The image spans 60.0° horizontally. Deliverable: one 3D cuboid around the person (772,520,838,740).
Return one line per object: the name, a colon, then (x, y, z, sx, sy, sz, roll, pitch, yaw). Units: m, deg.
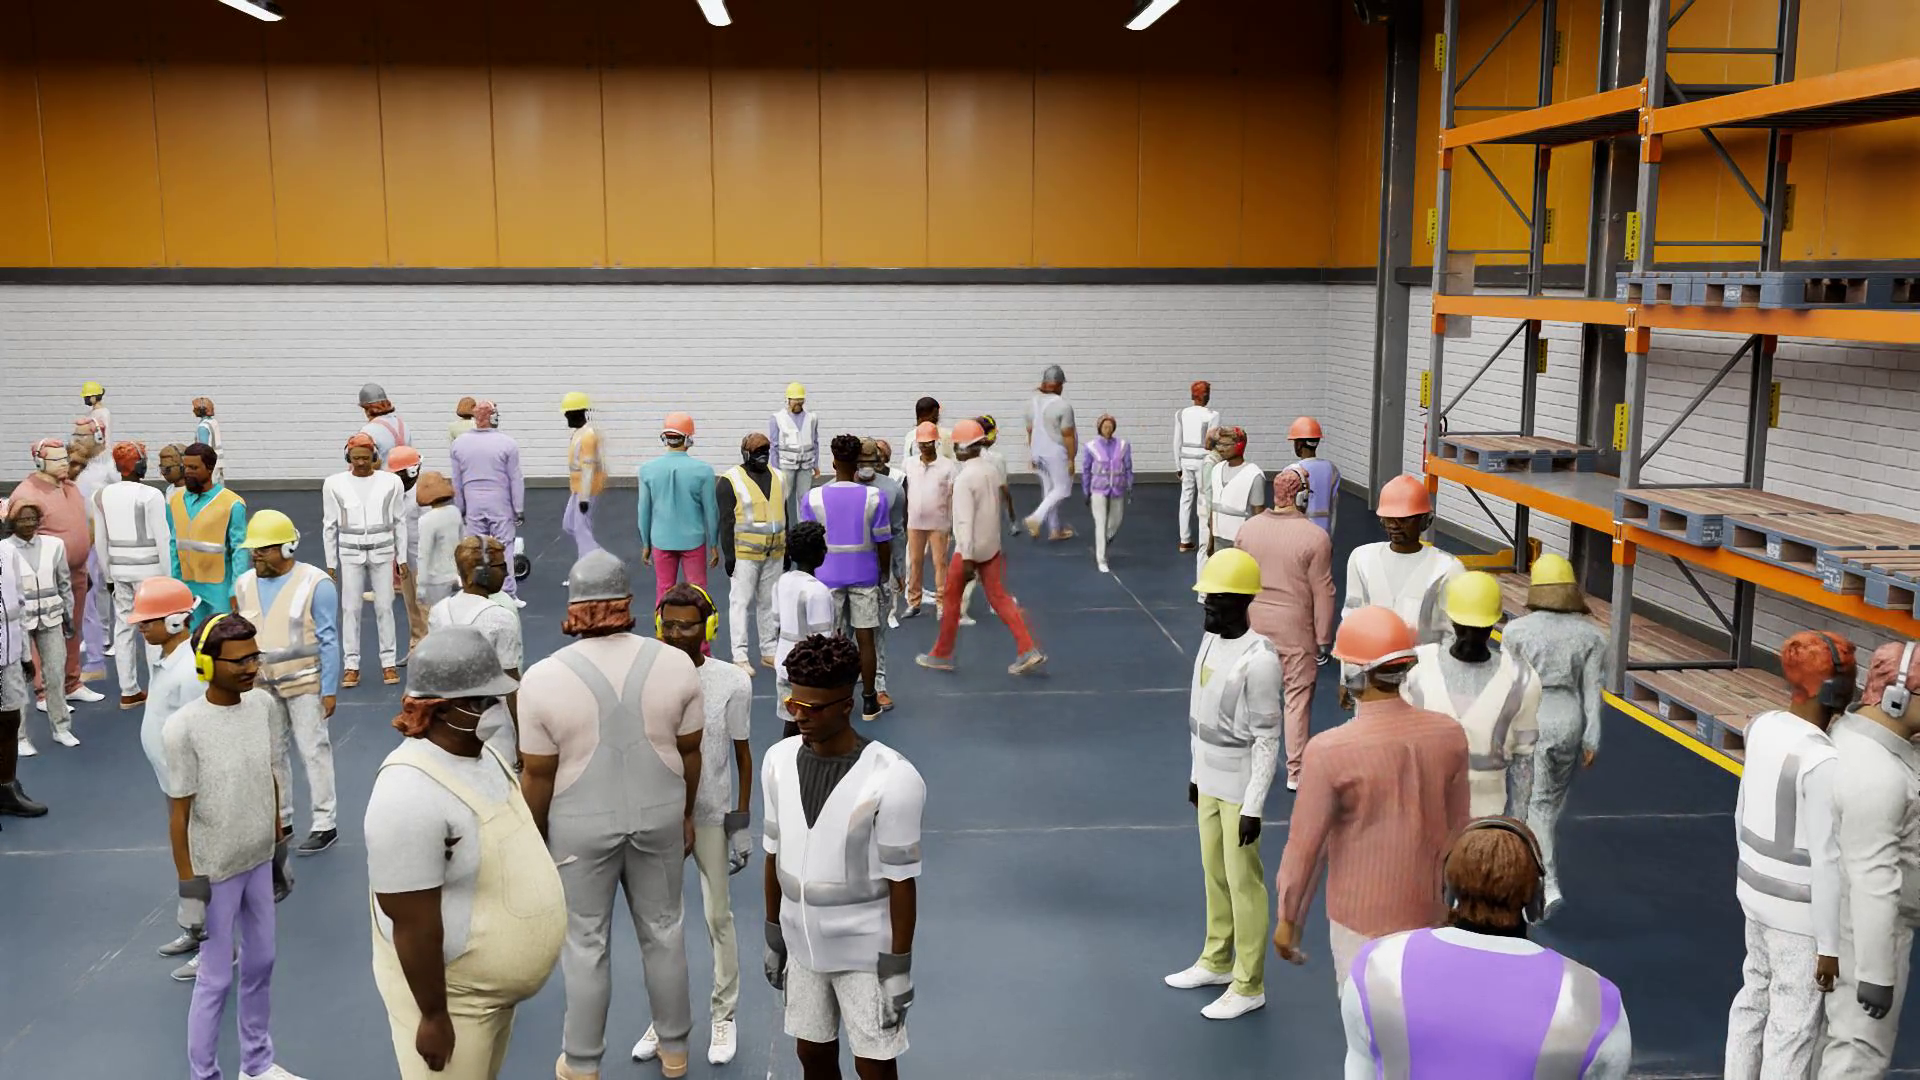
person: (-0.835, 0.734, 9.123, 0.320, 1.698, 0.531, -6, 11, -33)

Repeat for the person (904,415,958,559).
person: (-0.298, -0.632, 17.599, 0.604, 1.729, 0.570, -2, 9, -14)

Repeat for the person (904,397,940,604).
person: (-0.375, -0.370, 15.383, 0.381, 1.912, 0.592, 0, 9, -2)

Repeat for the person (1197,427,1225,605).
person: (2.333, -0.220, 15.307, 0.314, 1.637, 0.515, 3, 10, 19)

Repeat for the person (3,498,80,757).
person: (-5.877, 0.544, 10.525, 0.313, 1.632, 0.518, 7, 11, 37)

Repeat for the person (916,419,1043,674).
person: (0.179, 0.055, 12.605, 1.005, 1.956, 0.623, 5, 11, 31)

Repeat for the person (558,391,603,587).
person: (-3.676, -0.495, 16.164, 0.413, 1.907, 0.615, -3, 10, -21)

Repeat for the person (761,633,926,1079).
person: (-0.378, 1.242, 5.146, 0.598, 1.956, 0.372, 6, 11, 33)

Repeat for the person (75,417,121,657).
person: (-6.867, -0.028, 13.248, 0.637, 1.911, 0.403, 4, 10, 24)

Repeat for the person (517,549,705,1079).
person: (-1.308, 1.030, 6.193, 0.673, 2.000, 0.536, -4, 10, -25)

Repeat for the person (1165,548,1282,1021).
person: (1.097, 0.985, 6.818, 0.361, 1.930, 0.588, -3, 9, -18)

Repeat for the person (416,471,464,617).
person: (-3.749, 0.311, 12.018, 0.378, 1.622, 0.513, 2, 9, 14)

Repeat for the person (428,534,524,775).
person: (-2.205, 0.890, 7.691, 0.514, 1.840, 0.328, 5, 10, 26)

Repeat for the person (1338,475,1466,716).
person: (2.185, 0.692, 8.308, 0.608, 2.044, 0.370, 5, 10, 30)

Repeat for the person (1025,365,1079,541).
person: (1.015, -0.979, 18.806, 0.744, 2.000, 0.693, -7, 11, -37)

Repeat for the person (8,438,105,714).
person: (-6.258, 0.241, 11.568, 0.403, 1.906, 0.651, 1, 9, 5)

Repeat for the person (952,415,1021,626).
person: (0.217, -0.175, 14.494, 0.513, 1.823, 0.998, 8, 12, 42)

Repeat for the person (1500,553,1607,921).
person: (2.817, 0.924, 7.938, 0.494, 1.695, 0.861, 1, 9, 8)

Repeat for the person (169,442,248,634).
person: (-5.027, 0.299, 11.149, 0.593, 1.919, 0.392, 3, 9, 17)

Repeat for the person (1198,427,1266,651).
person: (2.177, 0.020, 13.139, 0.374, 1.843, 0.575, -6, 11, -31)

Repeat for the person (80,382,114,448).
person: (-10.334, -1.022, 19.970, 0.524, 1.761, 0.338, 9, 13, 44)

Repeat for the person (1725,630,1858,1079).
person: (2.745, 1.223, 5.466, 0.343, 1.882, 0.586, 0, 9, 2)

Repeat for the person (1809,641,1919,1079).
person: (2.914, 1.245, 5.304, 0.399, 1.895, 0.656, 4, 10, 24)

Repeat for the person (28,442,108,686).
person: (-6.630, 0.191, 12.252, 0.619, 1.805, 0.509, -1, 9, -8)

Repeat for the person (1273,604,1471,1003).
person: (1.316, 1.179, 5.505, 0.640, 1.960, 0.819, -4, 10, -23)

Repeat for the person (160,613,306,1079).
person: (-2.575, 1.168, 5.891, 0.314, 1.861, 0.511, 3, 10, 20)

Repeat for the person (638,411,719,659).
person: (-2.133, 0.017, 12.690, 0.618, 1.993, 0.396, 1, 9, 5)

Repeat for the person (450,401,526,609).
person: (-4.225, -0.303, 14.983, 0.651, 1.906, 0.409, 1, 9, 5)

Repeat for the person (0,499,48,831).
person: (-5.275, 0.635, 9.039, 0.386, 1.925, 0.545, 3, 9, 16)

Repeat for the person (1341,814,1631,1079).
person: (1.170, 1.523, 3.768, 0.623, 1.835, 0.431, 5, 10, 27)

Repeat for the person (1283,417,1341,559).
person: (2.697, 0.000, 13.019, 0.542, 1.928, 0.385, -5, 10, -29)

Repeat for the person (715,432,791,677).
person: (-1.535, 0.103, 12.636, 0.626, 1.844, 0.429, -8, 12, -42)

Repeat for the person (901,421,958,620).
person: (-0.285, -0.169, 14.615, 0.561, 1.752, 0.324, 2, 9, 14)

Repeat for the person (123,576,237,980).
person: (-3.385, 1.014, 7.222, 0.348, 1.743, 0.565, -7, 11, -36)

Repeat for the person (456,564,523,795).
person: (-2.516, 0.810, 8.844, 0.501, 1.633, 0.289, 7, 12, 38)

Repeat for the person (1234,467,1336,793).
person: (1.930, 0.522, 9.805, 0.652, 1.906, 0.402, 9, 12, 43)

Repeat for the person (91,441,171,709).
person: (-5.710, 0.250, 11.577, 0.573, 1.885, 0.354, 2, 9, 13)

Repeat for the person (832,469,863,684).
person: (-0.771, 0.193, 12.342, 0.341, 1.750, 0.566, 0, 9, -2)

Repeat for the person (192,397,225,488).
person: (-8.630, -0.826, 19.142, 0.315, 1.630, 0.512, -2, 9, -11)

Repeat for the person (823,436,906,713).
person: (-0.672, 0.235, 11.519, 0.635, 1.931, 0.353, -3, 10, -20)

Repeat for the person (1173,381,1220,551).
person: (2.597, -0.794, 18.139, 0.575, 1.882, 0.360, 8, 12, 41)

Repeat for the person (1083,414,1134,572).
person: (1.507, -0.509, 17.171, 0.525, 1.616, 0.650, -2, 9, -11)

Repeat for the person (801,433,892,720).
person: (-0.767, 0.258, 11.272, 0.613, 1.965, 0.361, -1, 9, -4)

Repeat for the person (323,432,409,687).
person: (-4.371, 0.140, 12.256, 0.583, 1.885, 0.337, -3, 10, -19)

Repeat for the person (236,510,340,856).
person: (-3.526, 0.740, 8.700, 0.608, 1.824, 0.404, 2, 9, 15)

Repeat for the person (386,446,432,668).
person: (-4.168, 0.149, 12.652, 0.348, 1.739, 0.572, -8, 12, -42)

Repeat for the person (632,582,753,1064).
person: (-1.045, 1.081, 6.397, 0.513, 1.876, 0.328, 1, 9, 8)

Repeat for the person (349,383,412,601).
person: (-5.428, -0.457, 15.525, 0.536, 2.000, 0.682, 2, 9, 12)

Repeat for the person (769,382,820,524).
person: (-1.841, -0.857, 18.689, 0.592, 1.833, 0.404, -5, 10, -27)

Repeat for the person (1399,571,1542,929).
person: (1.996, 1.036, 6.669, 0.590, 1.895, 0.944, 4, 10, 22)
